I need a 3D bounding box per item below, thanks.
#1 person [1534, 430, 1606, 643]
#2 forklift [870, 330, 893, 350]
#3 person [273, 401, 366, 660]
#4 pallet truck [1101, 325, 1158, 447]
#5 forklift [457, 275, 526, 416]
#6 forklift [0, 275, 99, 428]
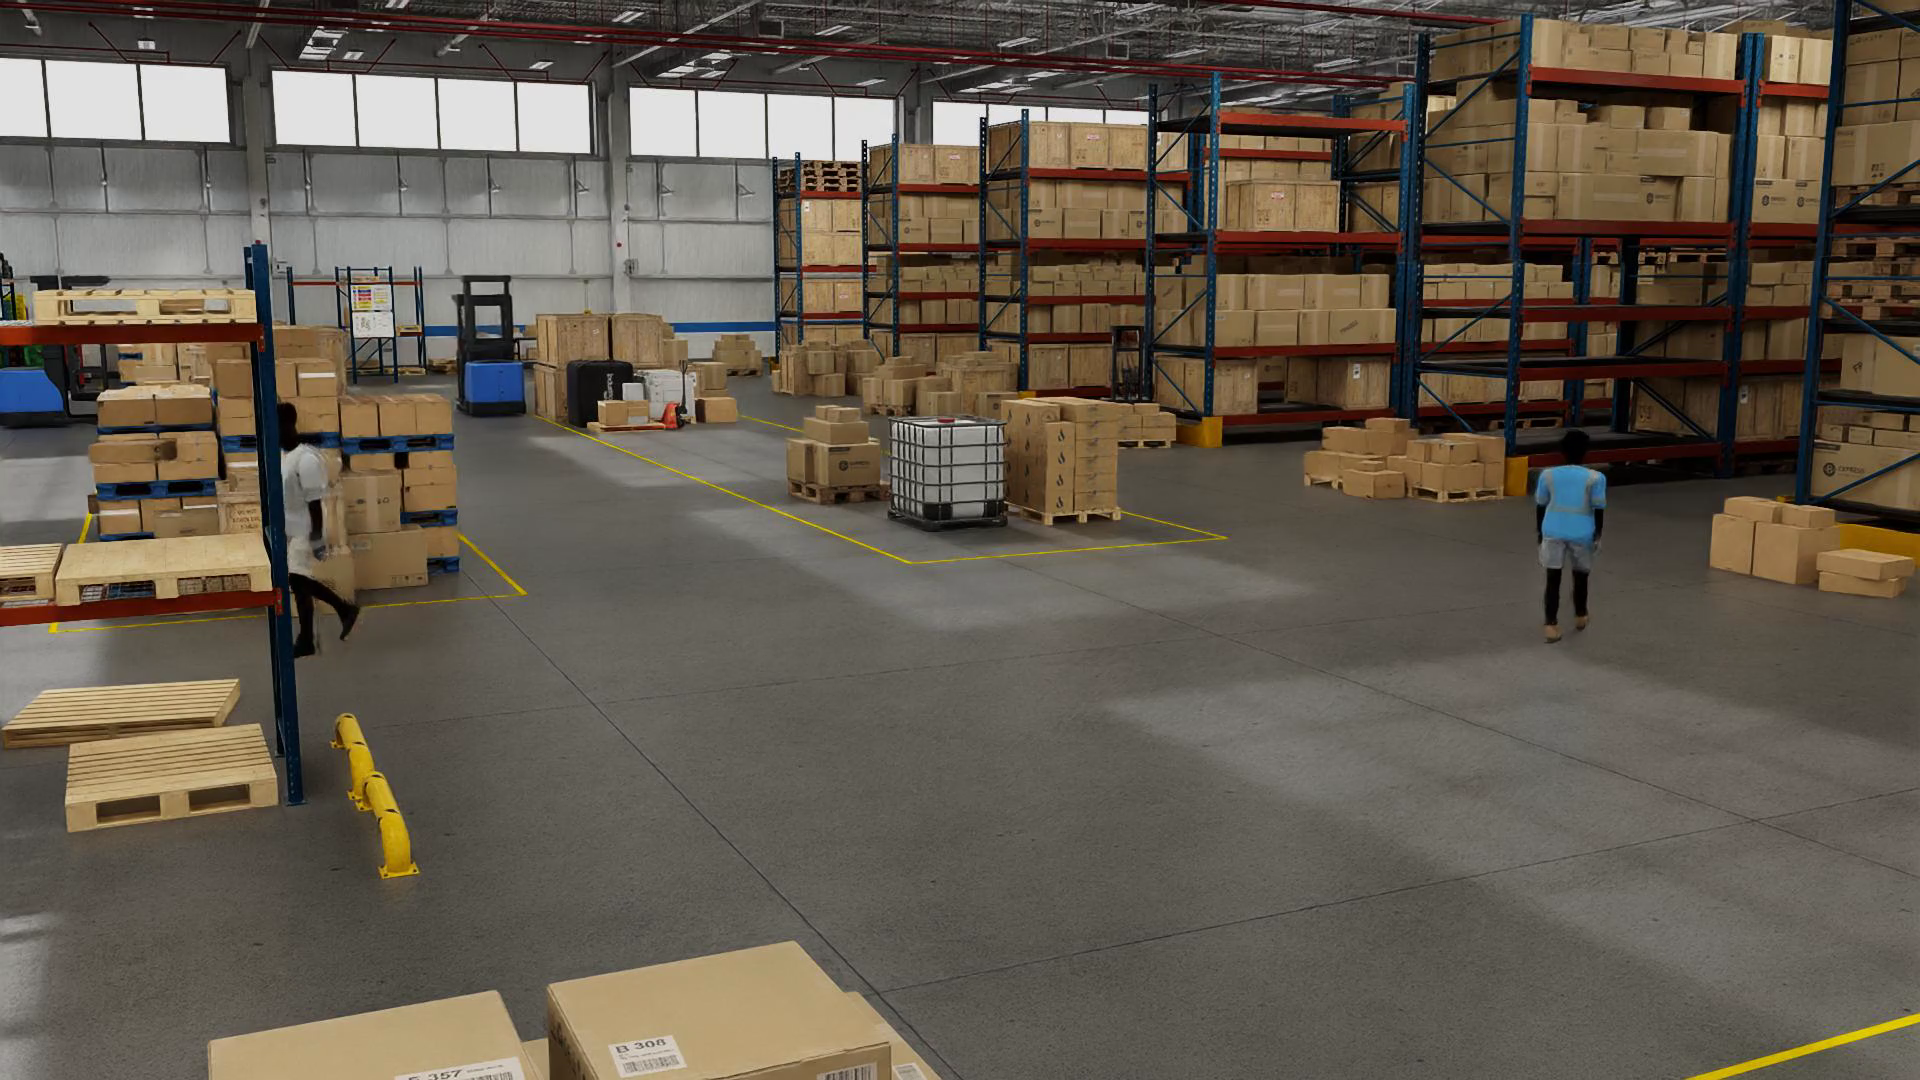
[{"bbox_3d":[4.813,-0.043,13.142,0.551,1.644,0.861,5,10,29],"label":"person"},{"bbox_3d":[-1.537,-5.607,43.876,1.873,2.768,1.129,-4,10,-25],"label":"forklift"},{"bbox_3d":[-4.869,-0.087,12.523,0.678,1.943,0.613,-7,11,-35],"label":"person"},{"bbox_3d":[2.881,-2.596,27.923,0.823,1.965,1.885,-1,9,-7],"label":"pallet truck"},{"bbox_3d":[-9.537,-3.964,33.683,1.129,2.768,1.873,-4,10,-25],"label":"forklift"},{"bbox_3d":[-17.011,-3.559,31.168,1.873,2.768,1.129,-4,10,-25],"label":"forklift"}]
